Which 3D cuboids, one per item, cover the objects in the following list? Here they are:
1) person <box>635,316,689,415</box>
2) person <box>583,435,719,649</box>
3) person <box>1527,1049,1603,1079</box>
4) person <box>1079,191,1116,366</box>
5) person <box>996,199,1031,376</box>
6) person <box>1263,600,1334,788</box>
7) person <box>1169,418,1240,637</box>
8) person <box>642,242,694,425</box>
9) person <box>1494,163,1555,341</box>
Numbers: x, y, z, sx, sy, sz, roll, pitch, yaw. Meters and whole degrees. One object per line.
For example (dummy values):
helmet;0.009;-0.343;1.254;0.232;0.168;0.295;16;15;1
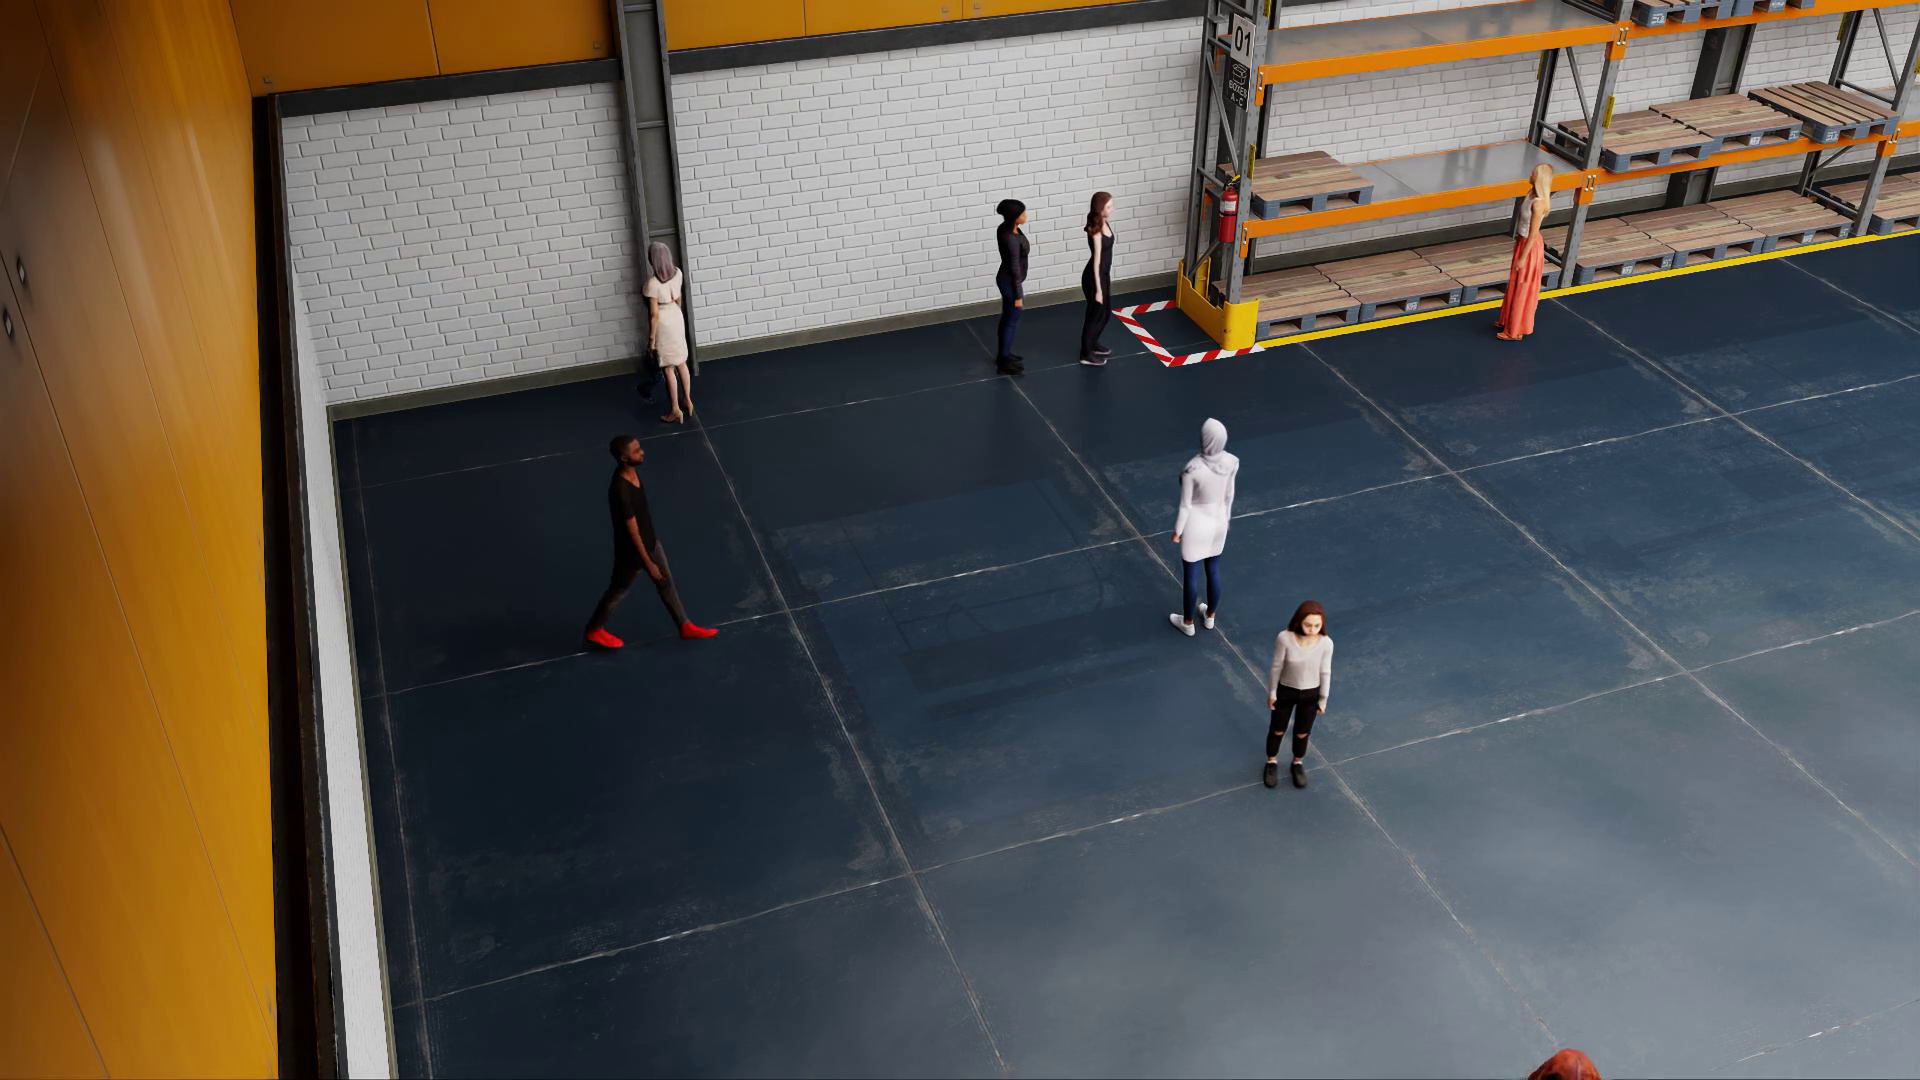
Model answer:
person;-2.756;-1.743;15.150;0.774;1.245;0.767;19;38;26
person;-2.433;0.074;11.950;1.299;1.761;0.994;2;34;3
person;2.671;2.920;7.645;1.141;1.786;0.941;0;34;1
person;1.292;-2.497;15.839;0.696;1.738;0.668;8;34;12
person;0.466;-2.387;15.665;0.609;1.747;0.667;-4;34;-6
person;2.192;0.986;10.831;0.552;1.480;0.668;4;34;5
person;1.789;-0.090;12.183;0.456;1.776;0.673;-13;36;-18
person;-2.605;-1.855;14.875;0.752;1.736;0.670;20;38;27
person;5.556;-2.820;16.267;0.747;1.803;0.723;7;34;10
